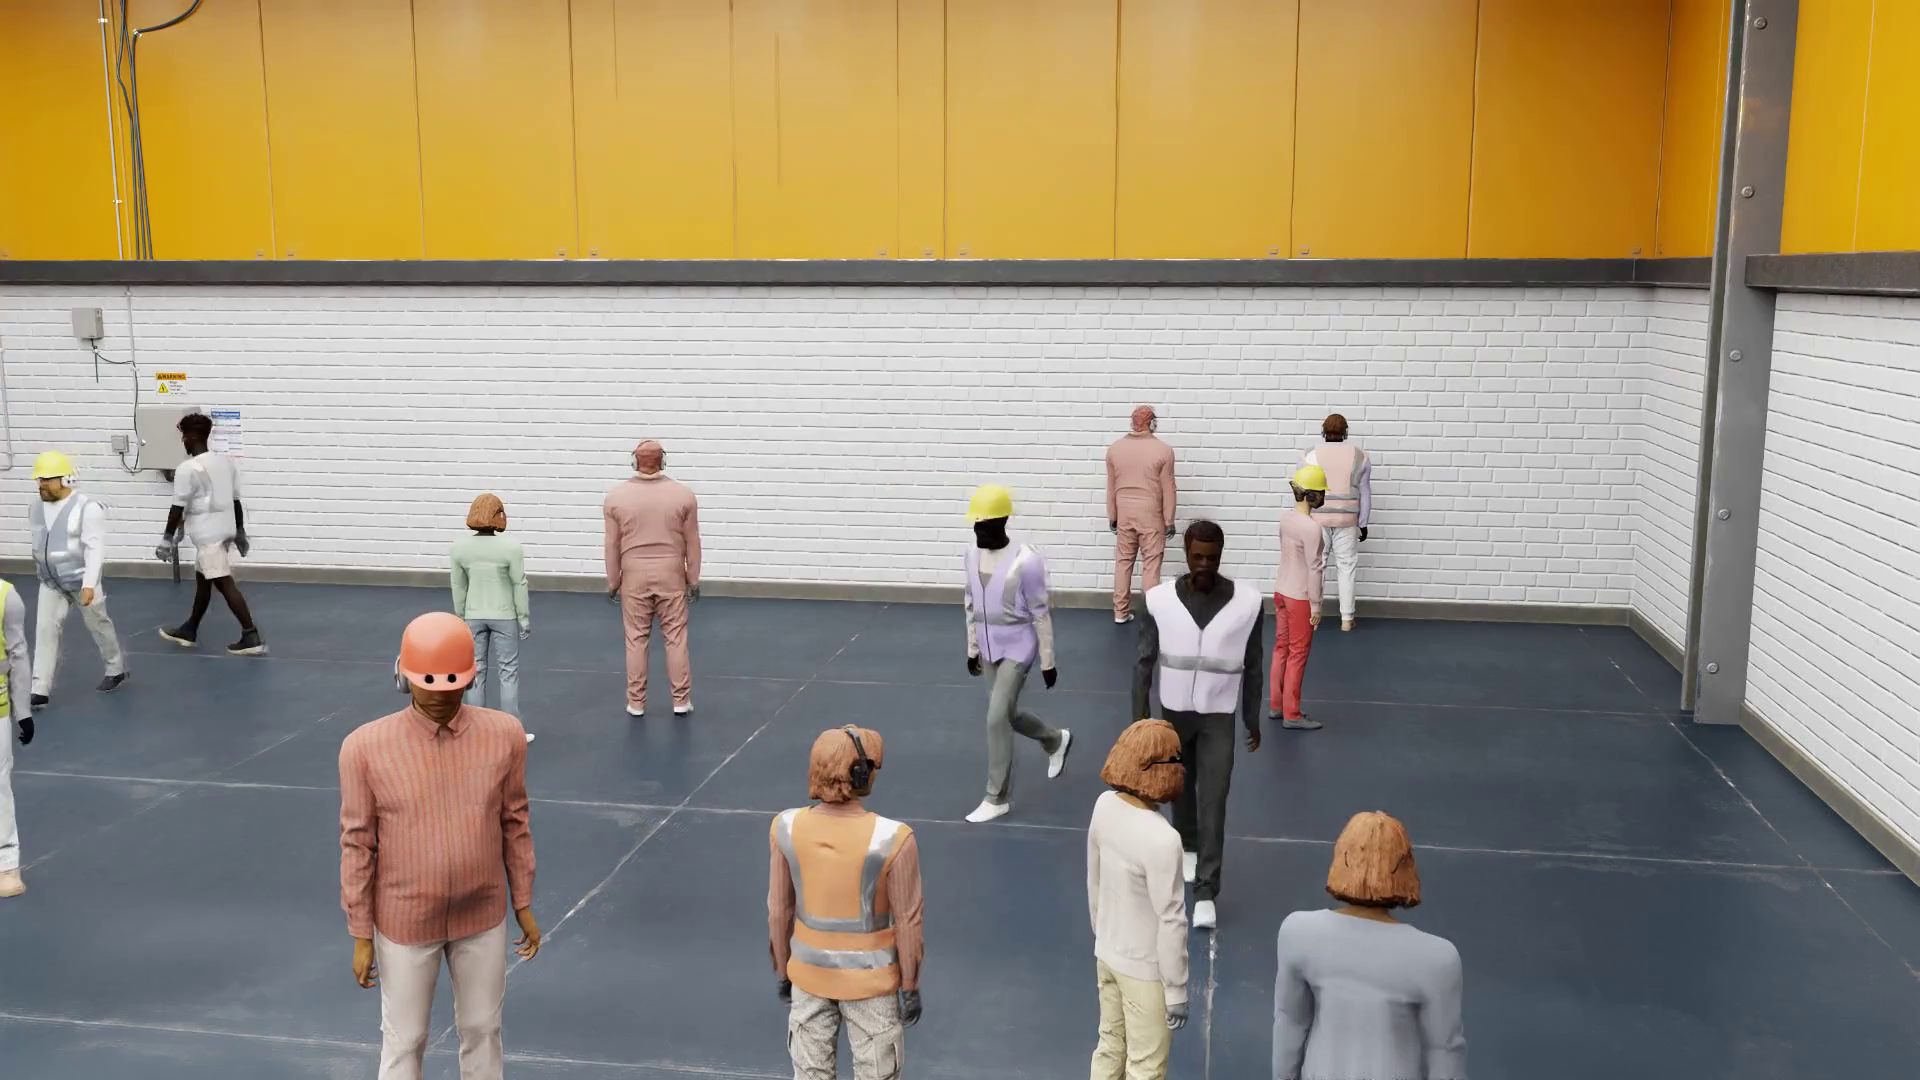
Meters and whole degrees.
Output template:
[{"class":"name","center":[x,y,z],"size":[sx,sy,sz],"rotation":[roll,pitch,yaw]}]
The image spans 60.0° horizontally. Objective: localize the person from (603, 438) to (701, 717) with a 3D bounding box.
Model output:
[{"class":"person","center":[-2.089,0.276,11.297],"size":[0.663,1.924,0.444],"rotation":[-2,9,-10]}]

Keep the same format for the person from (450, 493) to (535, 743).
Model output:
[{"class":"person","center":[-2.973,0.515,10.574],"size":[0.497,1.633,0.285],"rotation":[1,9,6]}]

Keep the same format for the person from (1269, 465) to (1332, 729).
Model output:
[{"class":"person","center":[2.274,0.377,11.047],"size":[0.345,1.756,0.518],"rotation":[-2,10,-15]}]

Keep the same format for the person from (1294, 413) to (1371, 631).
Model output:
[{"class":"person","center":[3.134,-0.149,14.028],"size":[0.635,1.842,0.429],"rotation":[1,9,7]}]

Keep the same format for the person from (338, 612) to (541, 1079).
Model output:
[{"class":"person","center":[-1.635,1.197,5.285],"size":[0.611,1.985,0.393],"rotation":[-6,11,-33]}]

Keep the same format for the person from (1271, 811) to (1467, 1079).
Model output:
[{"class":"person","center":[1.081,1.519,4.412],"size":[0.517,1.630,0.291],"rotation":[6,11,34]}]

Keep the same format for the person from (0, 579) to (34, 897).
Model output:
[{"class":"person","center":[-4.799,0.837,7.973],"size":[0.643,1.835,0.430],"rotation":[-4,10,-25]}]

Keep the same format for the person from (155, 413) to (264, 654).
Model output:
[{"class":"person","center":[-5.978,-0.044,13.191],"size":[0.999,1.913,0.613],"rotation":[1,9,8]}]

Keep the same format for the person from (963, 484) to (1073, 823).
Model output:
[{"class":"person","center":[0.347,0.592,9.358],"size":[0.846,1.890,0.597],"rotation":[-8,12,-39]}]

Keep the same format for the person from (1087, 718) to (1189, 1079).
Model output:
[{"class":"person","center":[0.576,1.366,5.320],"size":[0.265,1.632,0.508],"rotation":[-4,10,-23]}]

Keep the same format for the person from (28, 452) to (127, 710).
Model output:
[{"class":"person","center":[-6.250,0.267,11.653],"size":[0.599,1.788,0.925],"rotation":[2,9,10]}]

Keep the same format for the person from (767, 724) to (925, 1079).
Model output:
[{"class":"person","center":[-0.356,1.386,5.192],"size":[0.515,1.636,0.314],"rotation":[4,10,21]}]

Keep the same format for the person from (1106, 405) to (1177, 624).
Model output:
[{"class":"person","center":[1.561,-0.202,14.182],"size":[0.651,1.902,0.400],"rotation":[6,11,34]}]

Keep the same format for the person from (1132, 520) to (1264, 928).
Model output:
[{"class":"person","center":[1.130,0.824,7.950],"size":[0.610,1.865,0.999],"rotation":[2,9,10]}]
